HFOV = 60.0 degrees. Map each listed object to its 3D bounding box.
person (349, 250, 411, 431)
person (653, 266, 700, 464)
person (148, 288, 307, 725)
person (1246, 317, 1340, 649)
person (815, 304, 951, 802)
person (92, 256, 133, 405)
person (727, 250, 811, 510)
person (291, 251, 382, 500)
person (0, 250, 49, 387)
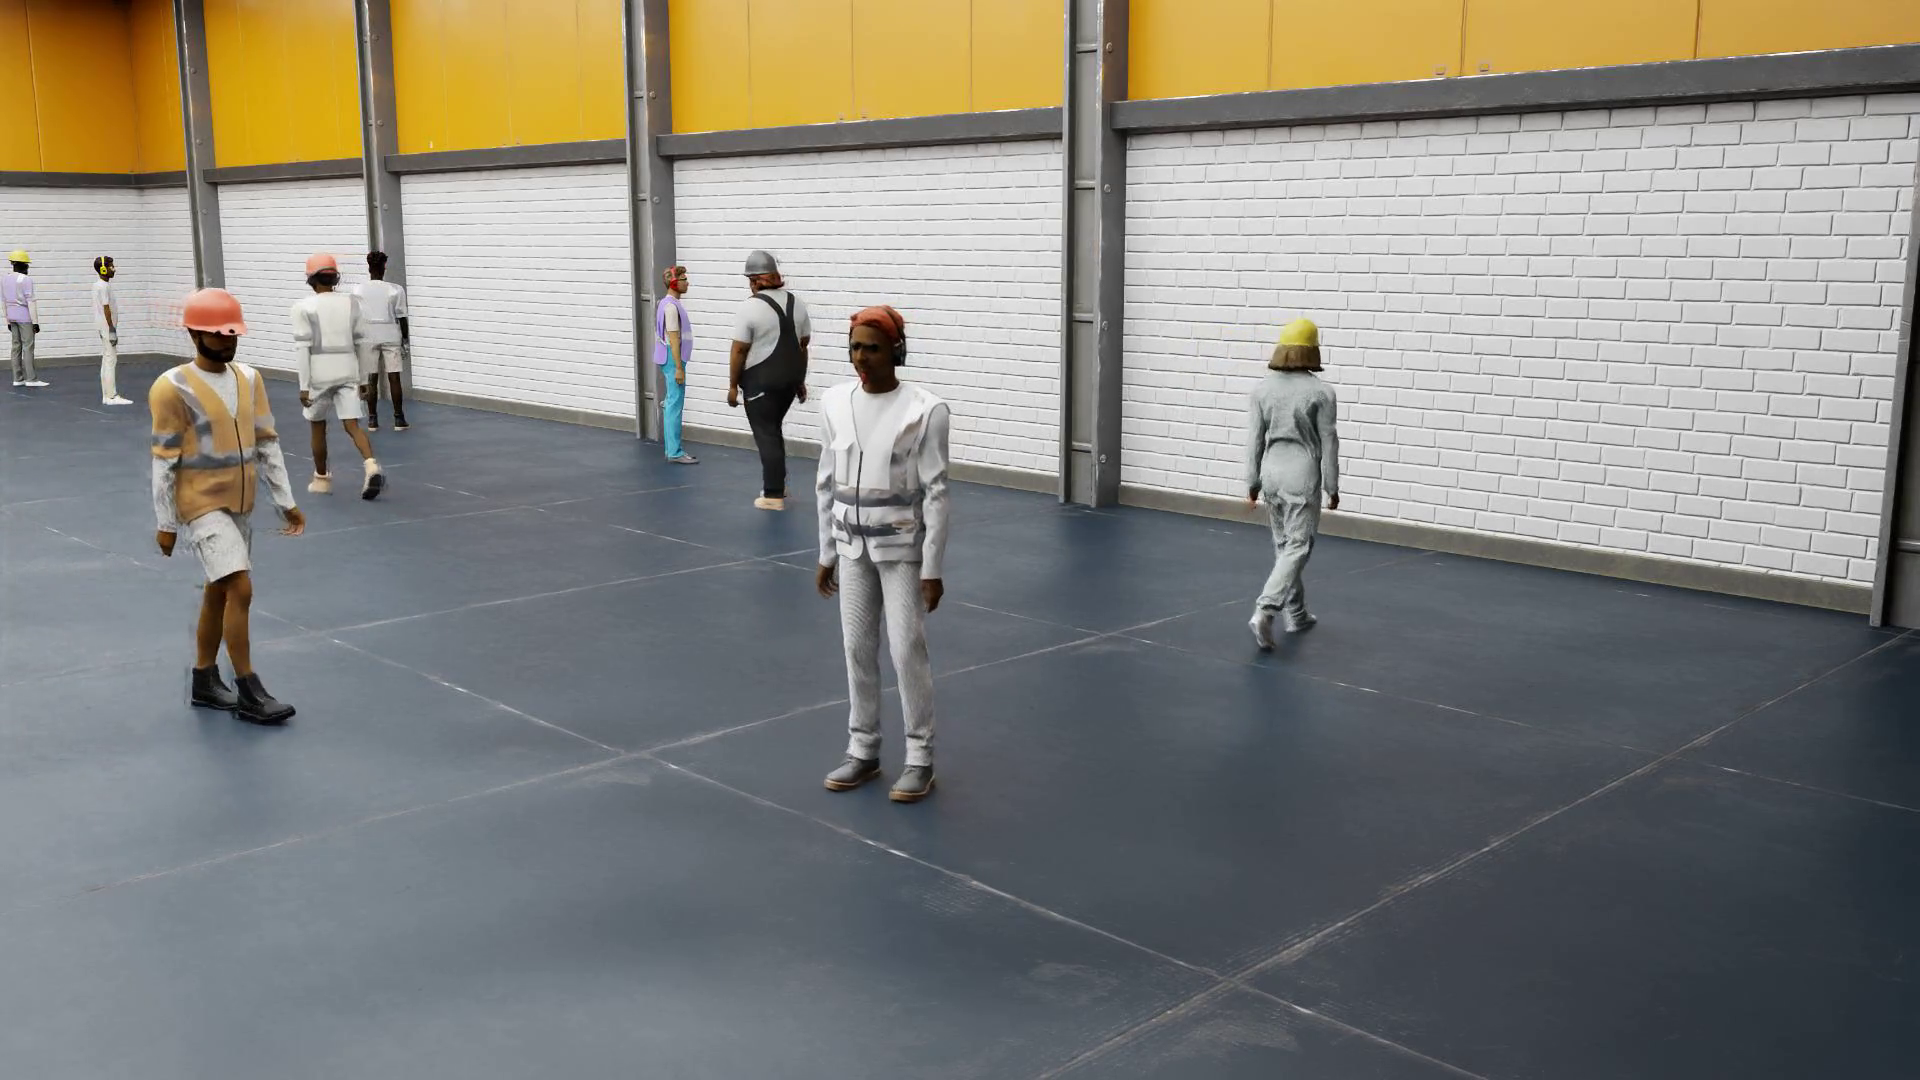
[{"bbox_3d":[-6.325,-2.169,18.176,0.612,1.965,0.362,-2,11,-10],"label":"person"},{"bbox_3d":[-2.674,-1.634,15.577,0.390,1.850,0.564,-2,11,-13],"label":"person"},{"bbox_3d":[-3.169,-0.143,7.315,0.810,1.902,0.546,4,11,19],"label":"person"},{"bbox_3d":[1.712,-0.309,8.702,0.484,1.710,0.813,9,14,41],"label":"person"},{"bbox_3d":[-0.298,0.049,6.324,0.578,1.876,0.356,6,12,31],"label":"person"},{"bbox_3d":[-10.744,-2.642,21.021,0.327,1.872,0.514,-8,13,-36],"label":"person"},{"bbox_3d":[-1.564,-1.266,13.045,0.679,2.000,0.701,8,13,38],"label":"person"},{"bbox_3d":[-5.042,-1.321,13.456,0.949,2.015,0.619,10,14,43],"label":"person"},{"bbox_3d":[-13.211,-3.116,23.451,0.594,1.922,0.378,4,11,22],"label":"person"}]
